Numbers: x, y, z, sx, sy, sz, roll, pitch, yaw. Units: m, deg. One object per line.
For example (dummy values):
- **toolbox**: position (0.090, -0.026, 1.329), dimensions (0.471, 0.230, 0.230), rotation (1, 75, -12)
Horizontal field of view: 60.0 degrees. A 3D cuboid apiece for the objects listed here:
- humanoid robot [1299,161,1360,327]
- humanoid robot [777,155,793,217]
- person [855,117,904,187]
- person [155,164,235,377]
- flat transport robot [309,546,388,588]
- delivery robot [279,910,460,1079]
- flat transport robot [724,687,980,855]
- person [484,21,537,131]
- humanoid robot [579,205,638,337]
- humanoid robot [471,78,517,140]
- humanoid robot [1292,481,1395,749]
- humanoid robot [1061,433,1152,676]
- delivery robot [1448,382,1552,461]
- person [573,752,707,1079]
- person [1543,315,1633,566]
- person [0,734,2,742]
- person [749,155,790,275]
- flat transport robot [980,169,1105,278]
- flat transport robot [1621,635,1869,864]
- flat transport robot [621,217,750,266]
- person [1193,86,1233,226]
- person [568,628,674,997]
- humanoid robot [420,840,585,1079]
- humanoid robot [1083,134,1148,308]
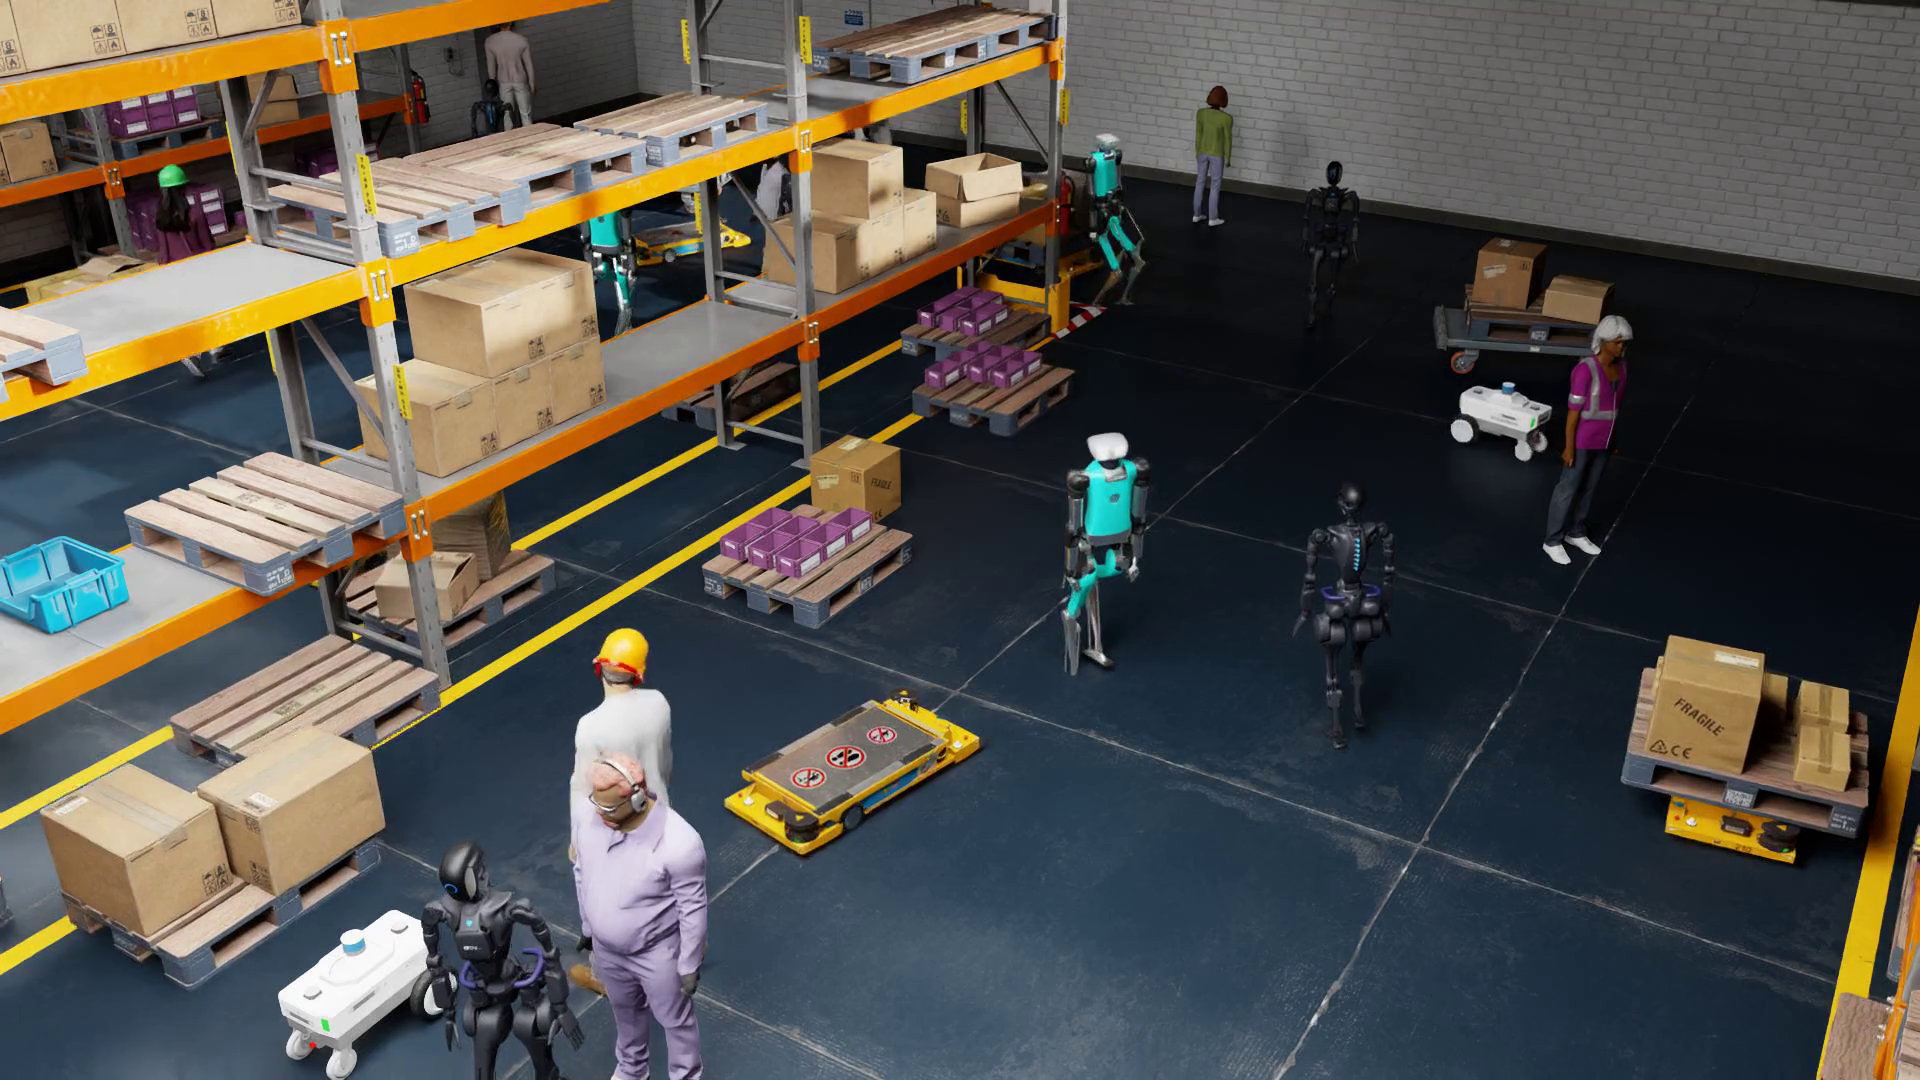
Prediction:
- **humanoid robot**: position (3.651, -2.896, 16.365), dimensions (0.599, 1.640, 0.628), rotation (6, 28, 12)
- **humanoid robot**: position (-1.659, -3.124, 16.825), dimensions (0.555, 1.639, 0.593), rotation (-23, 35, -38)
- **person**: position (-1.072, -5.209, 20.784), dimensions (0.628, 1.795, 0.949), rotation (-23, 35, -37)
- **person**: position (-7.053, -2.457, 15.212), dimensions (0.486, 1.925, 0.815), rotation (6, 27, 11)
- **flat transport robot**: position (-4.274, -0.039, 12.275), dimensions (0.659, 0.231, 1.431), rotation (16, 31, 29)
- **delivery robot**: position (-2.785, 2.081, 7.782), dimensions (0.499, 0.595, 0.792), rotation (15, 30, 26)
- **flat transport robot**: position (-0.605, 1.309, 9.618), dimensions (0.659, 0.231, 1.431), rotation (23, 35, 38)
- **person**: position (-6.048, -6.168, 22.516), dimensions (0.626, 1.934, 0.372), rotation (-3, 27, -5)
- **humanoid robot**: position (-3.249, -2.619, 15.733), dimensions (0.537, 1.722, 1.019), rotation (4, 27, 8)
- **humanoid robot**: position (-5.596, -4.705, 19.992), dimensions (0.589, 1.640, 0.809), rotation (-2, 27, -3)
- **humanoid robot**: position (2.284, 0.441, 9.785), dimensions (0.599, 1.642, 0.395), rotation (-3, 27, -6)
- **humanoid robot**: position (0.822, 0.116, 10.464), dimensions (0.554, 1.880, 0.755), rotation (-9, 28, -16)
- **delivery robot**: position (4.544, -1.033, 13.895), dimensions (0.750, 0.575, 0.499), rotation (24, 35, 39)
- **person**: position (-1.366, 1.707, 7.035), dimensions (0.636, 1.901, 0.406), rotation (14, 30, 26)
- **person**: position (4.510, -0.721, 11.876), dimensions (0.523, 1.844, 0.319), rotation (-15, 30, -26)
- **person**: position (-5.937, 0.427, 9.724), dimensions (0.585, 1.742, 0.384), rotation (-16, 31, -28)
- **person**: position (-1.965, -3.319, 17.139), dimensions (0.751, 1.712, 0.575), rotation (-10, 28, -18)
- **flat transport robot**: position (0.839, -3.189, 18.482), dimensions (1.431, 0.231, 0.659), rotation (20, 33, 34)
- **flat transport robot**: position (4.486, 1.326, 9.586), dimensions (0.659, 0.231, 1.431), rotation (12, 29, 23)
- **flat transport robot**: position (-3.166, -3.389, 18.876), dimensions (1.431, 0.231, 0.659), rotation (-19, 33, -33)
- **person**: position (2.982, -4.538, 19.640), dimensions (0.492, 1.624, 0.281), rotation (20, 33, 34)
- **person**: position (-1.559, 1.312, 7.875), dimensions (0.448, 1.854, 0.627), rotation (19, 32, 33)
- **humanoid robot**: position (-1.869, 1.932, 6.872), dimensions (0.625, 1.635, 0.606), rotation (2, 27, 5)
- **humanoid robot**: position (1.610, -3.184, 16.838), dimensions (0.688, 1.784, 0.532), rotation (23, 35, 37)
